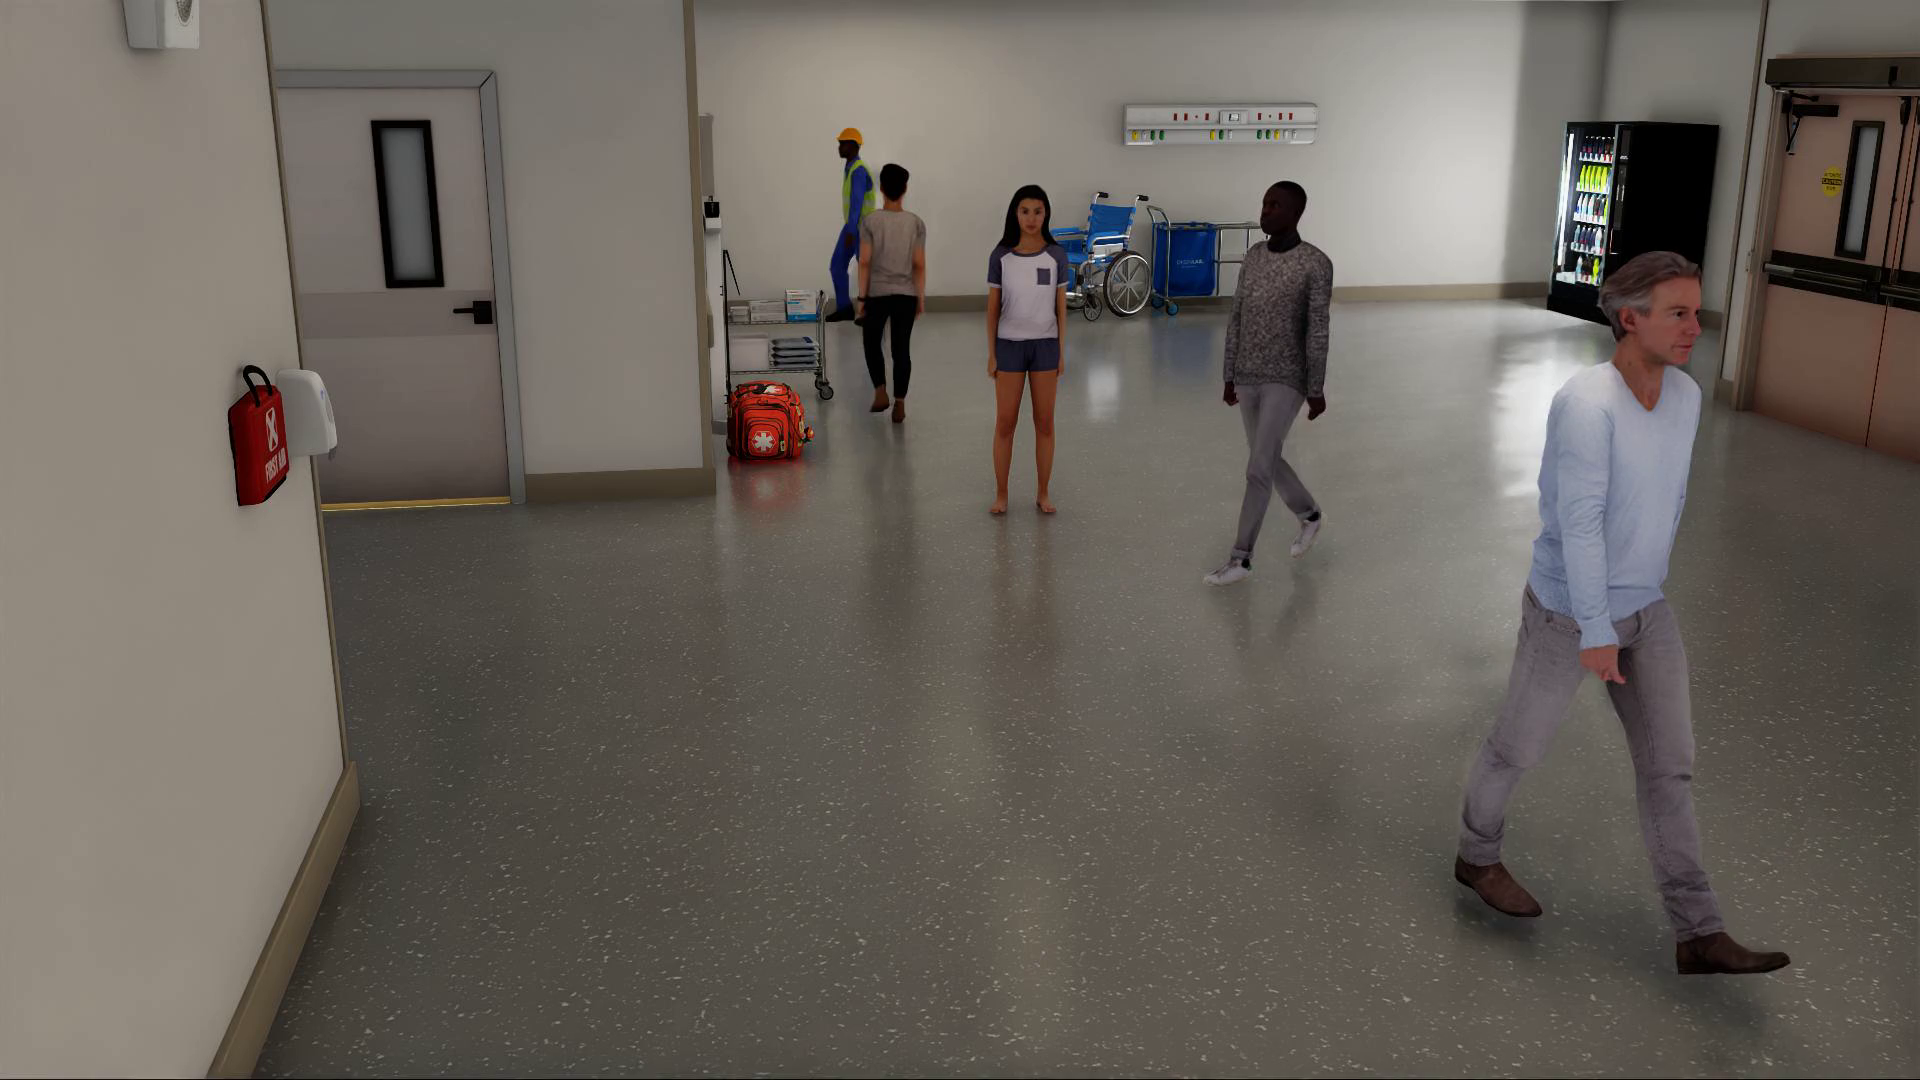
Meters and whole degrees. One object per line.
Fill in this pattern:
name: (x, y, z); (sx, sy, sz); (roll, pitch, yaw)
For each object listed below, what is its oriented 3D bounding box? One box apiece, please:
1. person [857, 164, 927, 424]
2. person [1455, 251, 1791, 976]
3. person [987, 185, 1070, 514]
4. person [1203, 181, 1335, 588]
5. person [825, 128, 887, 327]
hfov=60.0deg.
person: (-0.452, -1.610, 11.046); (0.617, 1.705, 0.585); (-2, 16, -8)
person: (1.592, 0.198, 4.385); (0.887, 1.839, 1.253); (-7, 17, -25)
person: (0.357, -1.005, 8.845); (0.608, 1.734, 0.547); (-1, 16, -2)
person: (1.502, -0.716, 7.688); (1.095, 1.806, 1.224); (-11, 19, -34)
person: (-0.852, -2.871, 15.351); (0.819, 1.794, 0.806); (-7, 17, -23)
